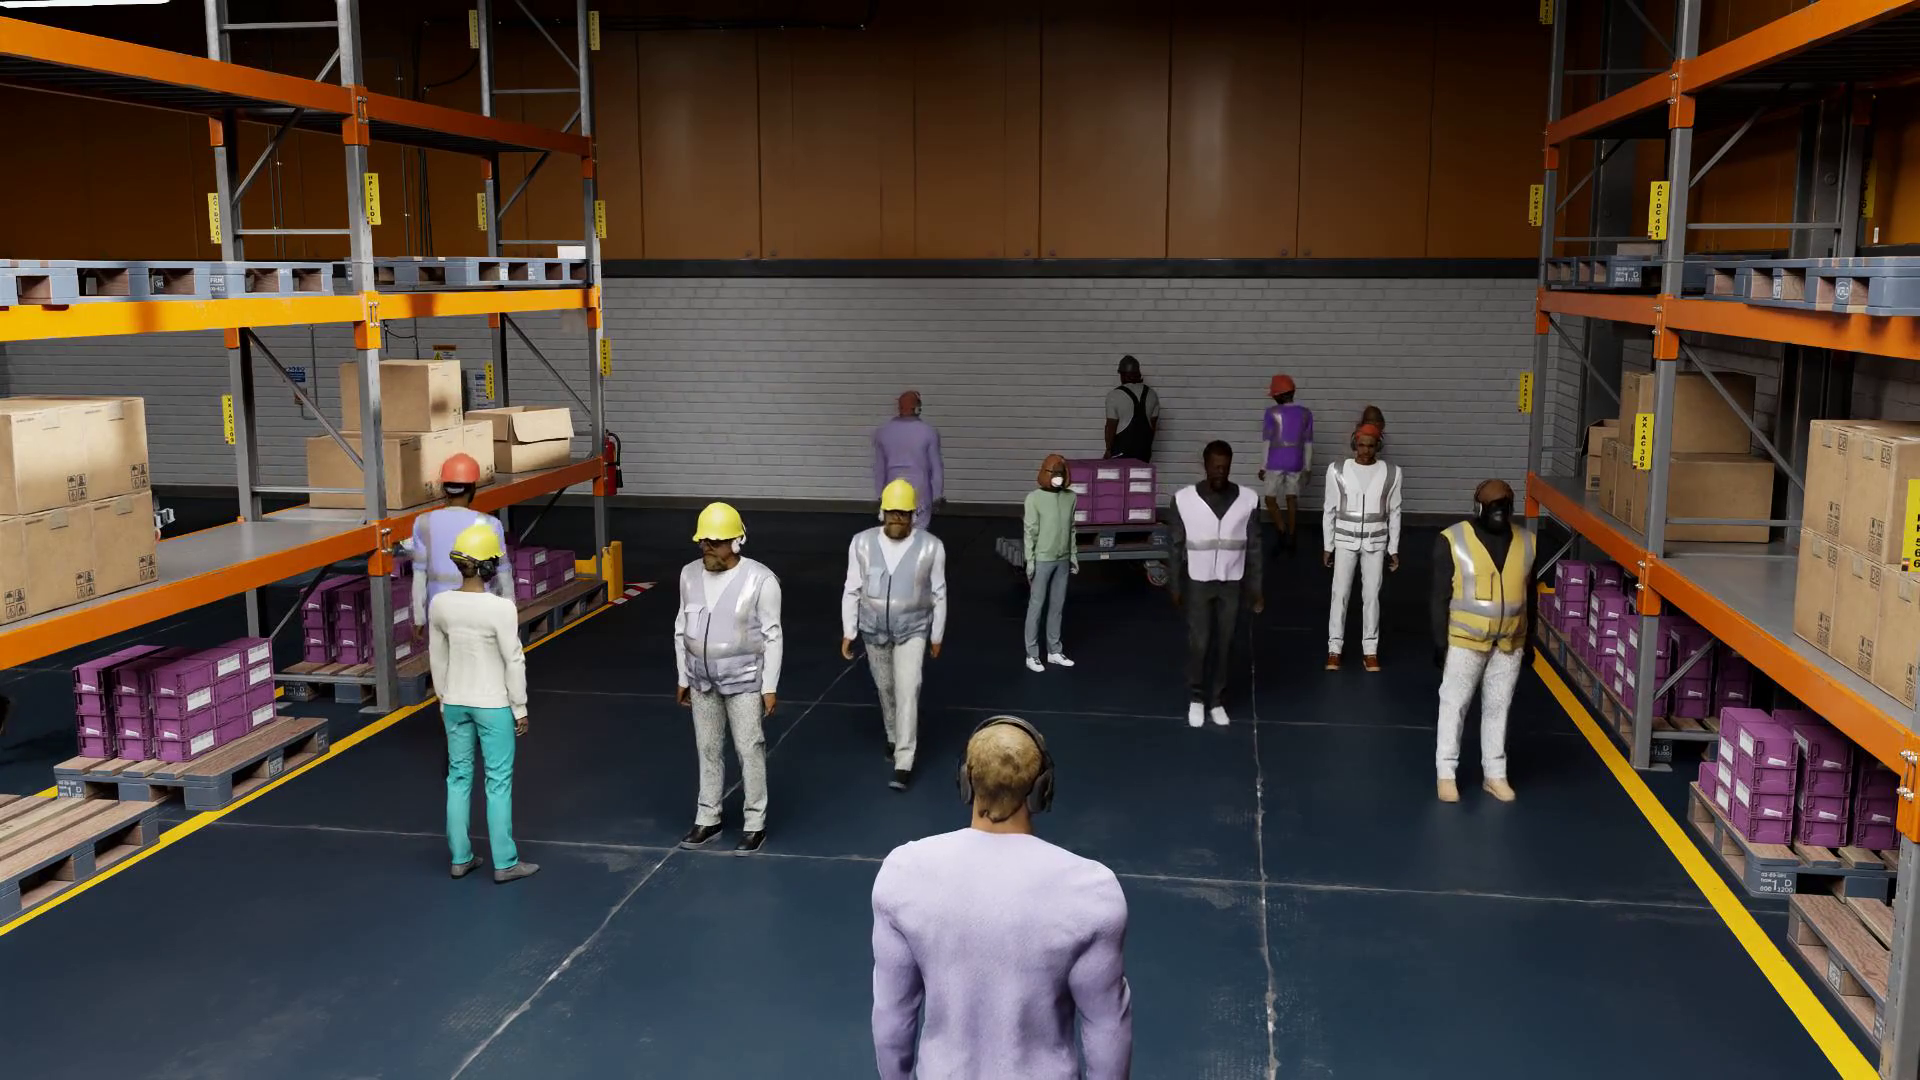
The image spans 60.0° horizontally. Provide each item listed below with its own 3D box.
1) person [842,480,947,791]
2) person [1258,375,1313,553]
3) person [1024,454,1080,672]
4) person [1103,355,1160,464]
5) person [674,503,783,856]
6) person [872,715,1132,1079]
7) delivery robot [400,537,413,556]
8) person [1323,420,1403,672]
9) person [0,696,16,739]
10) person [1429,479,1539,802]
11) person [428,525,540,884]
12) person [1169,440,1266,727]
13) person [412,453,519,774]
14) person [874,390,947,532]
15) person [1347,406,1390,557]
[{"bbox_3d":[-0.388,0.524,9.830,0.592,1.786,0.947,2,9,10],"label":"person"},{"bbox_3d":[3.469,-0.799,17.578,0.626,1.903,0.560,-3,10,-15],"label":"person"},{"bbox_3d":[0.691,0.165,12.483,0.504,1.631,0.279,-7,12,-37],"label":"person"},{"bbox_3d":[1.889,-1.083,18.926,0.683,2.000,0.538,-5,11,-29],"label":"person"},{"bbox_3d":[-1.203,0.709,8.523,0.600,1.827,0.404,4,10,22],"label":"person"},{"bbox_3d":[0.104,1.378,4.066,0.636,1.936,0.355,3,10,15],"label":"person"},{"bbox_3d":[-5.215,-0.004,16.557,0.707,0.478,0.477,-3,10,-21],"label":"delivery robot"},{"bbox_3d":[2.996,0.047,12.430,0.572,1.887,0.358,2,9,10],"label":"person"},{"bbox_3d":[-5.954,0.416,9.941,0.629,1.949,0.654,2,9,11],"label":"person"},{"bbox_3d":[2.955,0.567,9.373,0.632,1.840,0.429,-1,9,-6],"label":"person"},{"bbox_3d":[-2.337,0.803,8.141,0.530,1.768,0.312,3,10,20],"label":"person"},{"bbox_3d":[1.683,0.294,10.878,0.605,1.900,0.524,-1,9,-5],"label":"person"},{"bbox_3d":[-2.998,0.413,10.168,0.574,1.881,0.992,1,9,5],"label":"person"},{"bbox_3d":[-0.447,-0.447,15.480,0.647,1.892,0.432,5,10,26],"label":"person"},{"bbox_3d":[4.274,-0.628,17.541,0.542,1.584,0.873,-3,10,-16],"label":"person"}]
